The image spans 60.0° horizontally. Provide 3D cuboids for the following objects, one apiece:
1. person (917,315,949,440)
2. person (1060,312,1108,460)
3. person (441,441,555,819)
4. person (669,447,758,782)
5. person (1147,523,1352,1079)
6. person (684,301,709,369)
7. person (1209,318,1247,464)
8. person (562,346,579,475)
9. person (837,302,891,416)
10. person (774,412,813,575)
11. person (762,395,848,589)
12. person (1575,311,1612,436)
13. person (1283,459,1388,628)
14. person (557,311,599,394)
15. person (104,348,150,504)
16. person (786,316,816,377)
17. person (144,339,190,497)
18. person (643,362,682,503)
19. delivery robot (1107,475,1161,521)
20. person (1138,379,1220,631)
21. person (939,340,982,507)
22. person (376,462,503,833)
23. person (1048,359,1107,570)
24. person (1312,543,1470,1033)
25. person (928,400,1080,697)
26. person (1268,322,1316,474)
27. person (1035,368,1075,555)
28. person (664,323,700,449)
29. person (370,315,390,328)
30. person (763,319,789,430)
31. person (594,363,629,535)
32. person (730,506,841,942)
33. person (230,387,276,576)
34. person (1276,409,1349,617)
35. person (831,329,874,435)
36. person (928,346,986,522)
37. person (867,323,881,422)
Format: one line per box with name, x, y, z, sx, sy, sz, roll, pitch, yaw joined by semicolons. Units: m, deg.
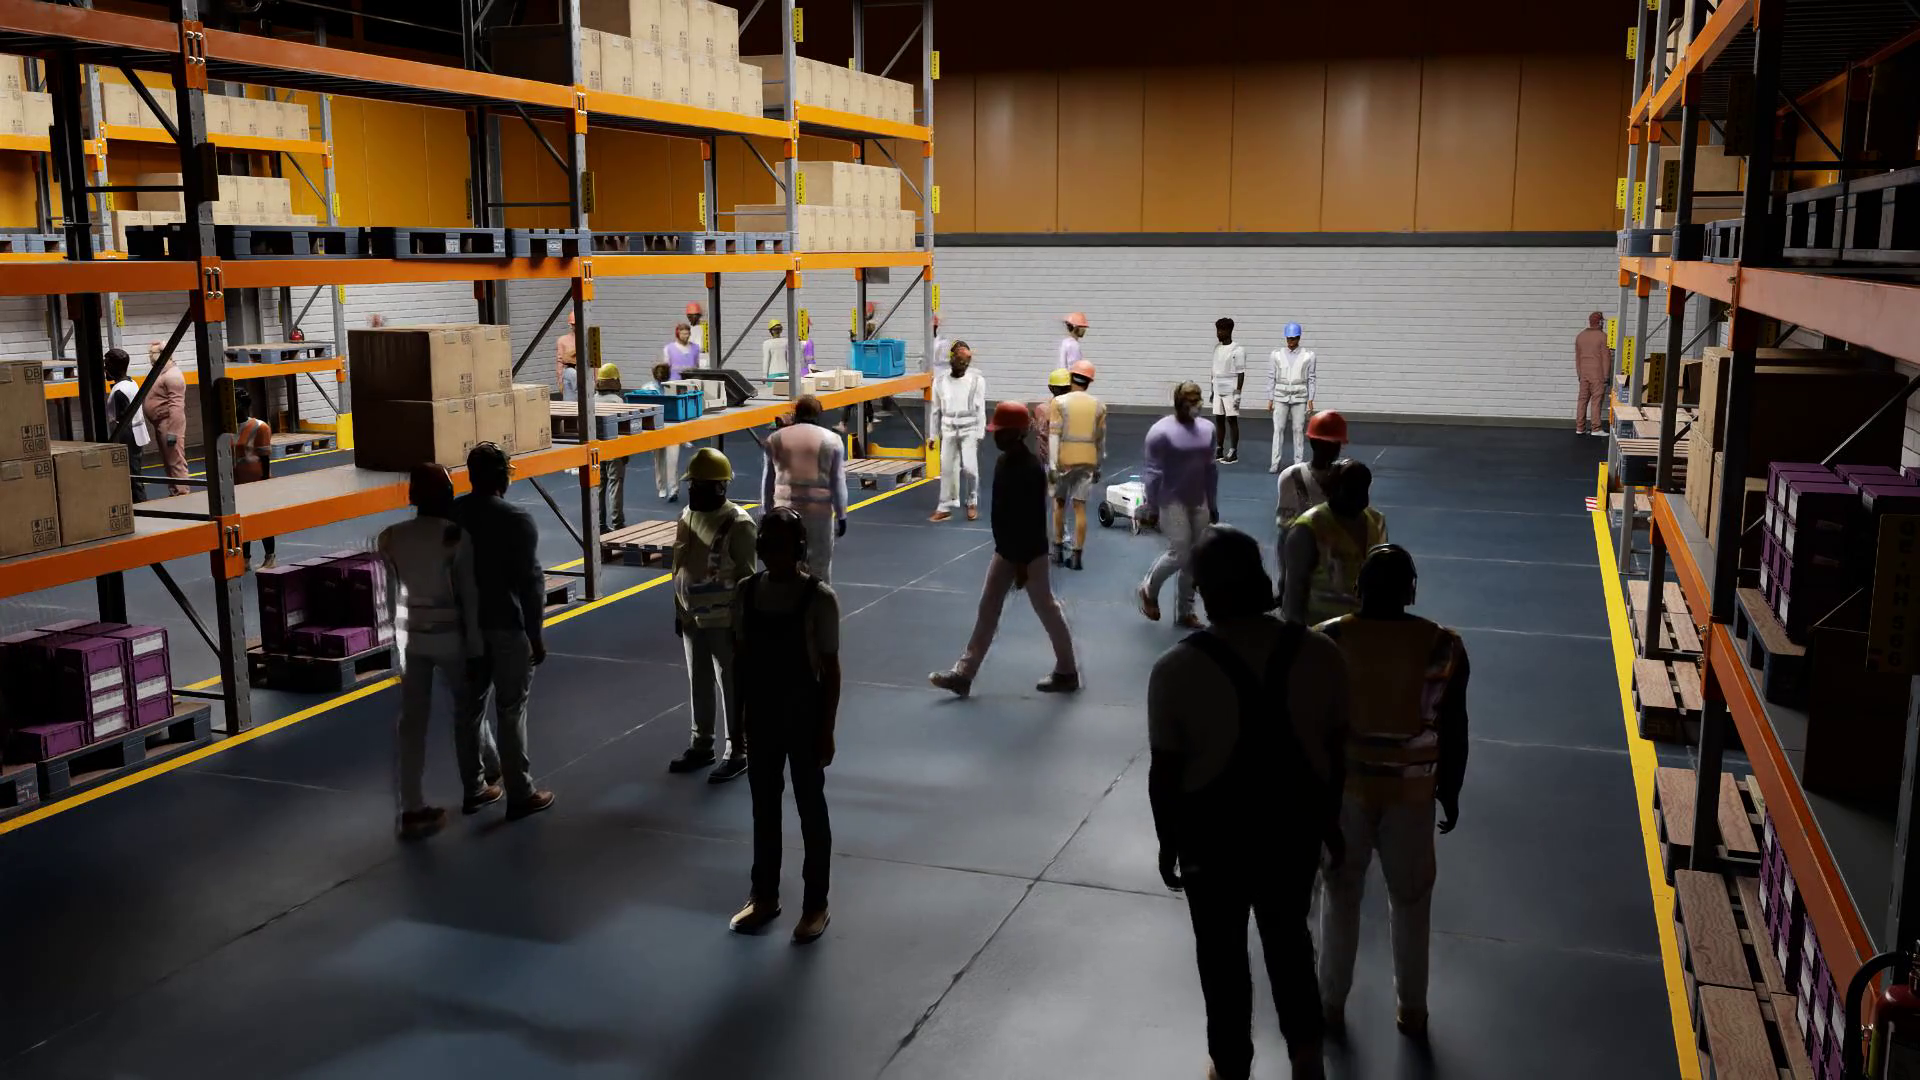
person;-0.369;-2.492;25.273;0.550;1.909;0.866;8;13;37
person;1.599;-2.030;22.310;0.667;2.033;0.642;-2;10;-8
person;-2.397;0.459;8.520;0.630;1.938;0.366;4;11;21
person;-1.372;0.402;9.131;0.590;1.836;0.404;8;13;39
person;0.943;0.929;5.587;0.710;2.000;0.573;-2;10;-9
person;-4.238;-2.806;26.678;0.604;2.029;0.411;2;10;13
person;3.561;-2.002;22.323;0.376;1.959;0.600;-6;12;-31
person;-4.929;-1.653;21.268;0.277;1.636;0.507;-6;12;-30
person;-1.641;-3.069;28.356;1.003;1.946;0.619;-2;10;-13
person;-1.304;-0.181;12.976;0.306;1.637;0.524;-7;12;-36
person;-1.193;-0.215;12.788;0.691;1.778;0.997;1;10;7
person;9.740;-2.546;25.523;0.411;1.913;0.643;-5;11;-26
person;2.079;0.485;8.725;0.637;1.804;0.865;-7;12;-33
person;-5.456;-2.289;23.839;0.621;1.992;0.397;-5;11;-27
person;-8.174;-0.918;16.336;0.392;1.920;0.593;-4;11;-21
person;-2.265;-2.306;24.084;0.545;1.942;0.351;9;14;42
person;-8.592;-1.211;18.006;0.409;1.913;0.642;-7;13;-36
person;-3.395;-1.229;18.994;0.541;1.583;0.878;-2;10;-10
delivery robot;1.800;-0.420;17.105;0.477;0.478;0.707;-4;11;-22
person;1.673;-0.263;12.653;0.634;1.926;0.493;-7;12;-35
person;0.007;-1.295;18.623;0.509;1.862;0.329;-4;11;-24
person;-2.659;0.510;8.538;0.594;1.823;1.025;2;10;10
person;1.067;-0.688;15.132;0.580;1.882;0.613;-2;10;-12
person;1.551;0.921;6.193;0.634;1.842;0.429;1;10;8
person;0.341;0.070;10.706;1.081;1.932;0.634;-5;11;-25
person;4.235;-1.807;21.255;0.605;1.948;0.405;3;10;16
person;0.939;-0.745;15.789;0.523;1.769;0.309;-7;12;-35
person;-4.048;-2.252;24.137;0.570;1.817;0.739;-8;13;-37
person;-8.873;-2.491;25.360;0.744;1.870;0.411;6;12;29
person;-2.903;-2.622;26.383;0.522;1.761;0.322;-7;12;-35
person;-3.518;-0.905;16.754;0.483;1.745;0.305;7;12;34
person;-0.747;0.771;7.028;0.508;1.846;0.342;4;11;22
person;-6.327;-0.520;14.741;0.530;1.689;0.322;2;10;9
person;2.194;0.164;10.182;0.542;1.940;0.365;-3;11;-18
person;-1.618;-2.430;25.565;0.552;1.648;0.843;7;13;36
person;-0.017;-1.104;17.528;0.667;1.868;0.398;3;10;14
person;-1.512;-2.773;27.560;0.314;1.641;0.515;-4;11;-20
